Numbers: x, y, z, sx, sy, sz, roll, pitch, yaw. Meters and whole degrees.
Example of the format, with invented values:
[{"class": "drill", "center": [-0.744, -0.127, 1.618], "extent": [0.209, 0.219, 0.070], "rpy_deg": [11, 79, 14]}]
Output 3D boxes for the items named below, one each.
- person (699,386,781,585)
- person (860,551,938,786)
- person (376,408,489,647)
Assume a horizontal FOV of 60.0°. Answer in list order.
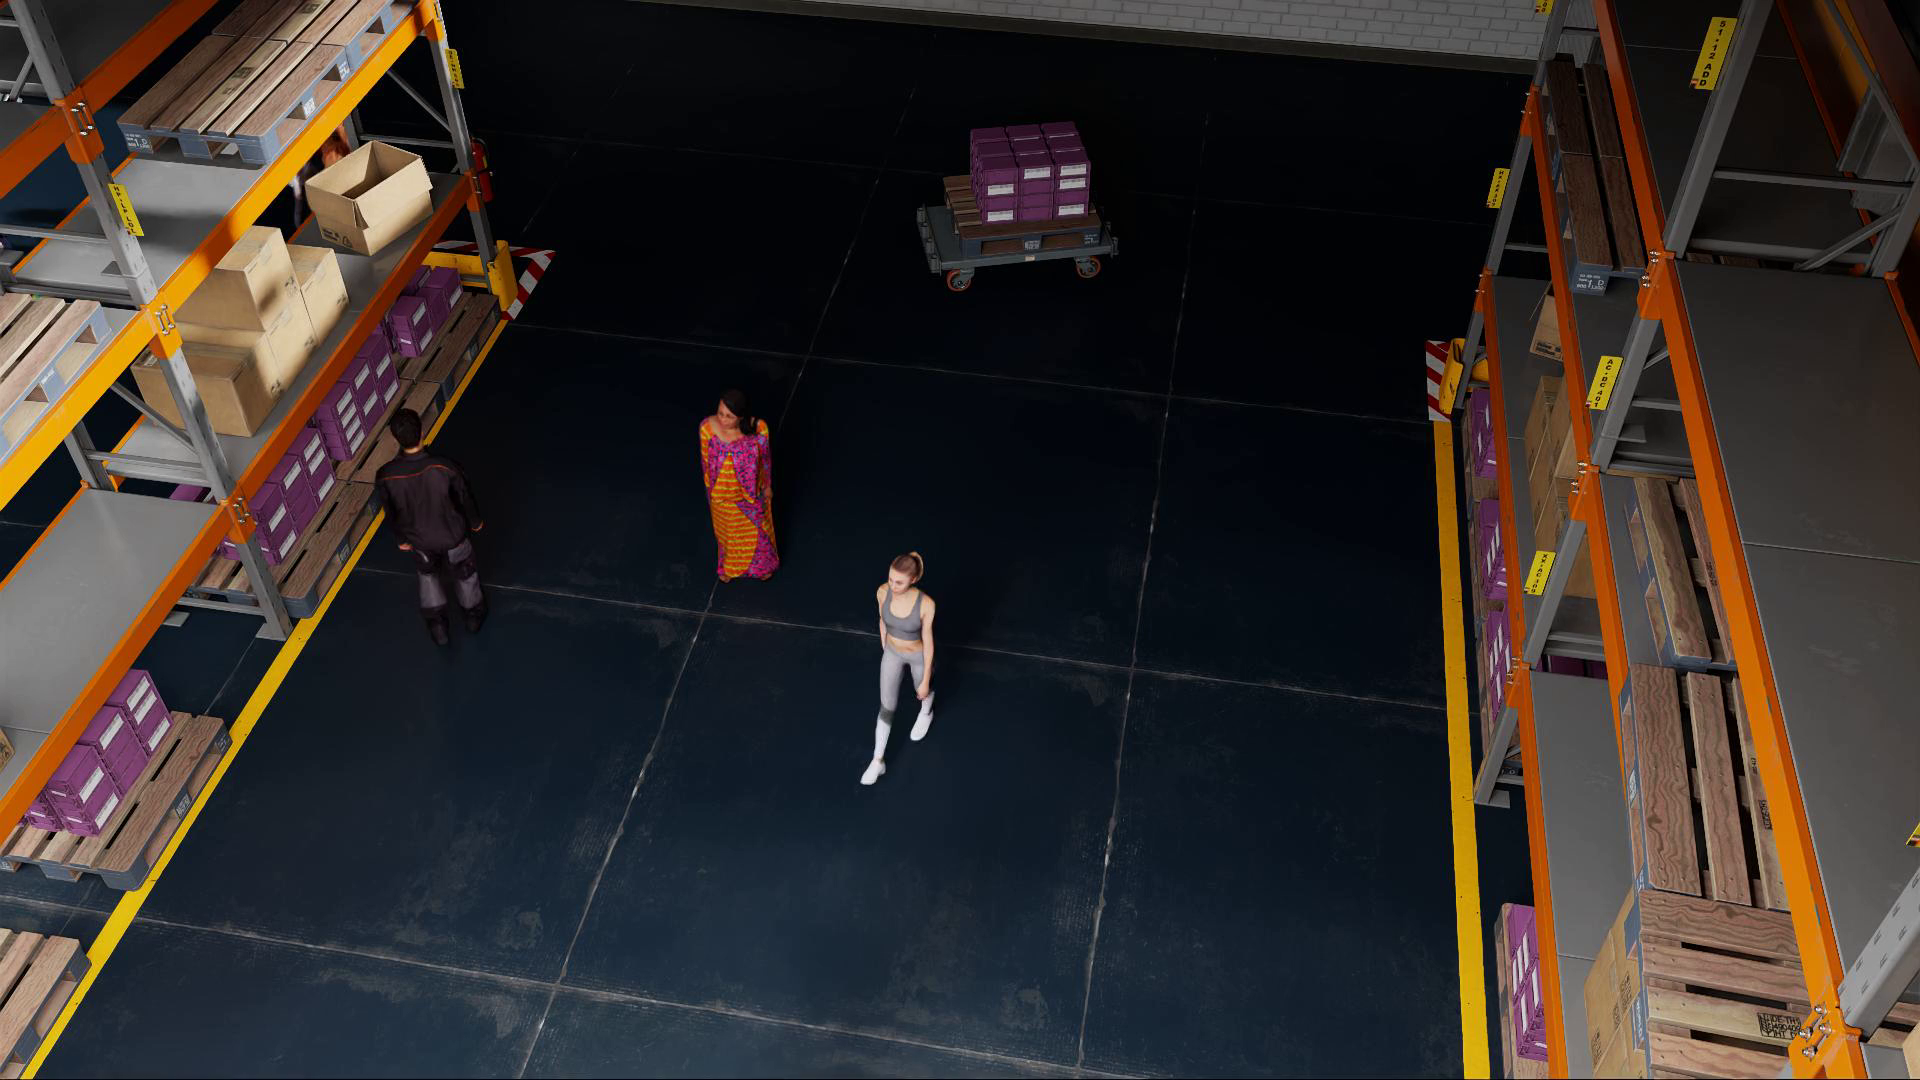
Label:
[{"class": "person", "center": [-1.510, -0.400, 11.386], "extent": [0.691, 1.688, 0.712], "rpy_deg": [-1, 44, -1]}, {"class": "person", "center": [-0.269, 0.675, 10.271], "extent": [0.691, 1.669, 1.067], "rpy_deg": [15, 46, 15]}, {"class": "person", "center": [-3.402, -0.025, 10.811], "extent": [0.834, 1.938, 0.889], "rpy_deg": [-4, 44, -4]}]
